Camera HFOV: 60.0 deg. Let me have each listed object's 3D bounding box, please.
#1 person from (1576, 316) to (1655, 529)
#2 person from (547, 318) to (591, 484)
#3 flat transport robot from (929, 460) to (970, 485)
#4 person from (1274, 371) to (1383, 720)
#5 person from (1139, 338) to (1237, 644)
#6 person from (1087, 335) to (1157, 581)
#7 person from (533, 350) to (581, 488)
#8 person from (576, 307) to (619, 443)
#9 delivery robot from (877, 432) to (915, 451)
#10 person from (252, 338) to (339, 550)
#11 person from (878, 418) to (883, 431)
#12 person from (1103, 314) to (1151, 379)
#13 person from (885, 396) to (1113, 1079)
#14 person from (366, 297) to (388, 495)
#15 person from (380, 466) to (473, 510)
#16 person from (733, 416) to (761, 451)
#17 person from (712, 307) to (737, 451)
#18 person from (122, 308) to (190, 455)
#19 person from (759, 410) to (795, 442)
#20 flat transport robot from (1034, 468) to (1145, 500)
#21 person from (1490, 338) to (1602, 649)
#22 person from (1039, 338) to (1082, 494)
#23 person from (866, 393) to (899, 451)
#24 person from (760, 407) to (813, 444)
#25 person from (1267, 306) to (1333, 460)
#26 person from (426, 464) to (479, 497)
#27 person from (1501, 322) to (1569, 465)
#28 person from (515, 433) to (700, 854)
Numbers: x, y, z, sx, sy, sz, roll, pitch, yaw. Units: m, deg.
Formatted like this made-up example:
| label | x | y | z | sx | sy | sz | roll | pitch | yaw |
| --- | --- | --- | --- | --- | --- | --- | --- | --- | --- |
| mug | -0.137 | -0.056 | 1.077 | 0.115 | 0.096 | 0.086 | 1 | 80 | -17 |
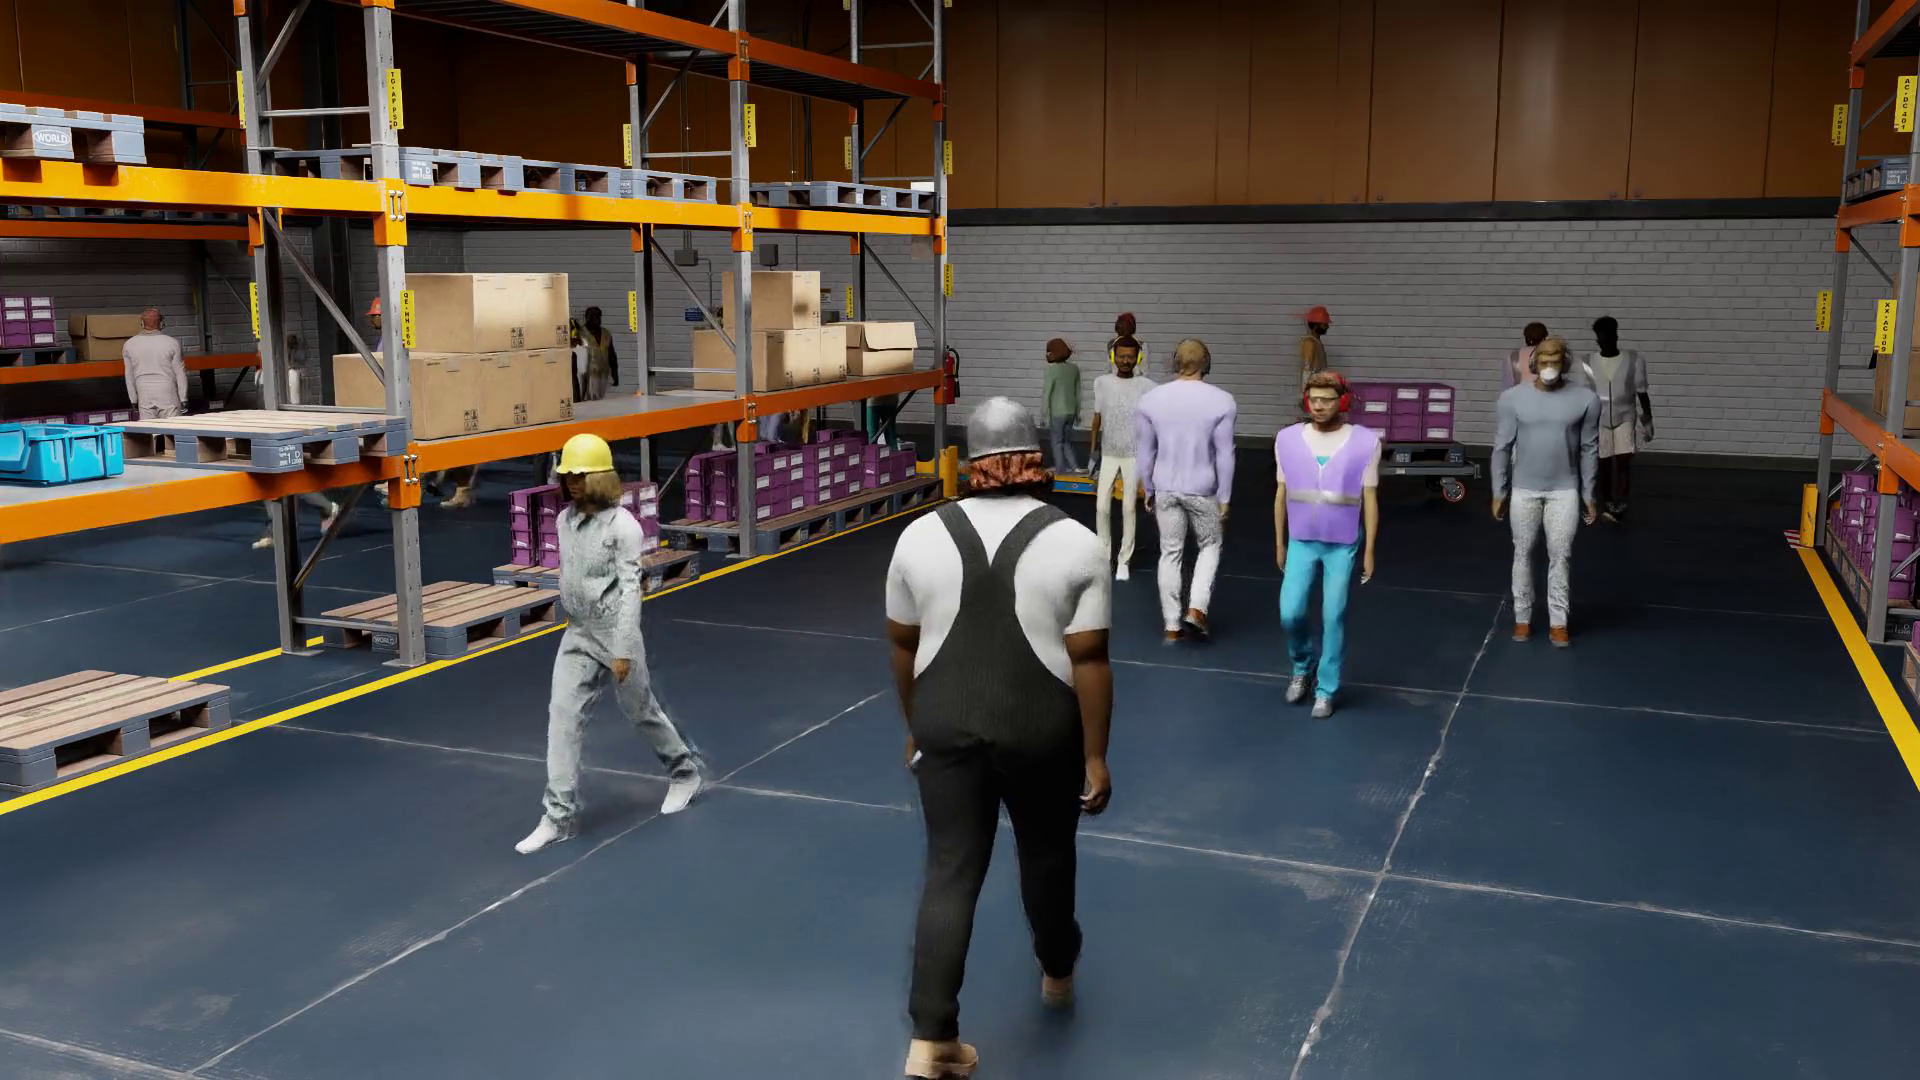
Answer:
| label | x | y | z | sx | sy | sz | roll | pitch | yaw |
| --- | --- | --- | --- | --- | --- | --- | --- | --- | --- |
| person | 5.945 | -1.069 | 15.112 | 0.703 | 1.908 | 0.862 | 4 | 10 | 23 |
| person | -4.081 | -1.461 | 17.775 | 0.512 | 1.832 | 0.969 | 7 | 12 | 36 |
| flat transport robot | 0.079 | -0.719 | 17.946 | 1.431 | 0.197 | 0.652 | 8 | 12 | 39 |
| person | 1.906 | 0.030 | 8.707 | 0.565 | 1.831 | 0.443 | 4 | 10 | 23 |
| person | 1.423 | -0.297 | 10.413 | 0.636 | 1.924 | 0.435 | 4 | 10 | 23 |
| person | 1.205 | -0.593 | 12.389 | 0.569 | 1.852 | 0.594 | 2 | 10 | 13 |
| person | -3.881 | -1.185 | 15.796 | 0.597 | 1.916 | 0.372 | 2 | 10 | 14 |
| person | -4.799 | -2.184 | 22.134 | 0.728 | 1.818 | 0.662 | 8 | 12 | 40 |
| delivery robot | -0.836 | -1.001 | 18.517 | 0.707 | 0.478 | 0.477 | 8 | 12 | 41 |
| person | -5.676 | -0.847 | 14.055 | 0.519 | 1.828 | 0.700 | 5 | 11 | 29 |
| person | -1.031 | -1.698 | 19.919 | 0.721 | 1.613 | 0.554 | -5 | 11 | -29 |
| person | 1.850 | -1.569 | 18.375 | 0.673 | 1.847 | 0.587 | -9 | 13 | -44 |
| person | 0.120 | 0.536 | 4.994 | 0.721 | 2.000 | 1.046 | 2 | 10 | 14 |
| person | -5.922 | -1.489 | 17.251 | 0.378 | 2.045 | 0.605 | -5 | 11 | -28 |
| person | -5.170 | -1.247 | 15.935 | 1.000 | 1.988 | 0.644 | -6 | 11 | -32 |
| person | -2.471 | -1.750 | 19.167 | 0.621 | 1.938 | 1.054 | -1 | 9 | -7 |
| person | -2.860 | -2.014 | 21.018 | 0.767 | 1.846 | 0.555 | 4 | 10 | 22 |
| person | -8.664 | -1.549 | 18.017 | 0.651 | 1.913 | 0.409 | 0 | 9 | -2 |
| person | -2.045 | -1.525 | 18.432 | 0.531 | 1.725 | 0.760 | 6 | 11 | 32 |
| flat transport robot | 1.310 | -0.593 | 17.186 | 1.431 | 0.197 | 0.652 | 6 | 11 | 32 |
| person | 3.623 | -0.280 | 10.342 | 0.643 | 1.923 | 0.652 | 3 | 10 | 18 |
| person | 1.060 | -1.289 | 17.327 | 0.567 | 1.613 | 0.378 | -9 | 13 | -42 |
| person | -0.881 | -1.424 | 17.739 | 0.533 | 1.760 | 0.342 | -7 | 12 | -36 |
| person | -2.073 | -1.885 | 20.075 | 0.771 | 1.913 | 0.551 | 6 | 11 | 32 |
| person | 4.039 | -1.755 | 19.297 | 0.890 | 1.908 | 0.552 | 3 | 10 | 18 |
| person | -5.216 | -1.389 | 17.163 | 0.561 | 1.867 | 1.033 | 1 | 9 | 6 |
| person | 5.594 | -1.205 | 16.200 | 0.652 | 1.828 | 0.650 | 3 | 10 | 19 |
| person | -1.449 | 0.387 | 6.941 | 0.506 | 1.698 | 0.911 | 6 | 11 | 33 |
